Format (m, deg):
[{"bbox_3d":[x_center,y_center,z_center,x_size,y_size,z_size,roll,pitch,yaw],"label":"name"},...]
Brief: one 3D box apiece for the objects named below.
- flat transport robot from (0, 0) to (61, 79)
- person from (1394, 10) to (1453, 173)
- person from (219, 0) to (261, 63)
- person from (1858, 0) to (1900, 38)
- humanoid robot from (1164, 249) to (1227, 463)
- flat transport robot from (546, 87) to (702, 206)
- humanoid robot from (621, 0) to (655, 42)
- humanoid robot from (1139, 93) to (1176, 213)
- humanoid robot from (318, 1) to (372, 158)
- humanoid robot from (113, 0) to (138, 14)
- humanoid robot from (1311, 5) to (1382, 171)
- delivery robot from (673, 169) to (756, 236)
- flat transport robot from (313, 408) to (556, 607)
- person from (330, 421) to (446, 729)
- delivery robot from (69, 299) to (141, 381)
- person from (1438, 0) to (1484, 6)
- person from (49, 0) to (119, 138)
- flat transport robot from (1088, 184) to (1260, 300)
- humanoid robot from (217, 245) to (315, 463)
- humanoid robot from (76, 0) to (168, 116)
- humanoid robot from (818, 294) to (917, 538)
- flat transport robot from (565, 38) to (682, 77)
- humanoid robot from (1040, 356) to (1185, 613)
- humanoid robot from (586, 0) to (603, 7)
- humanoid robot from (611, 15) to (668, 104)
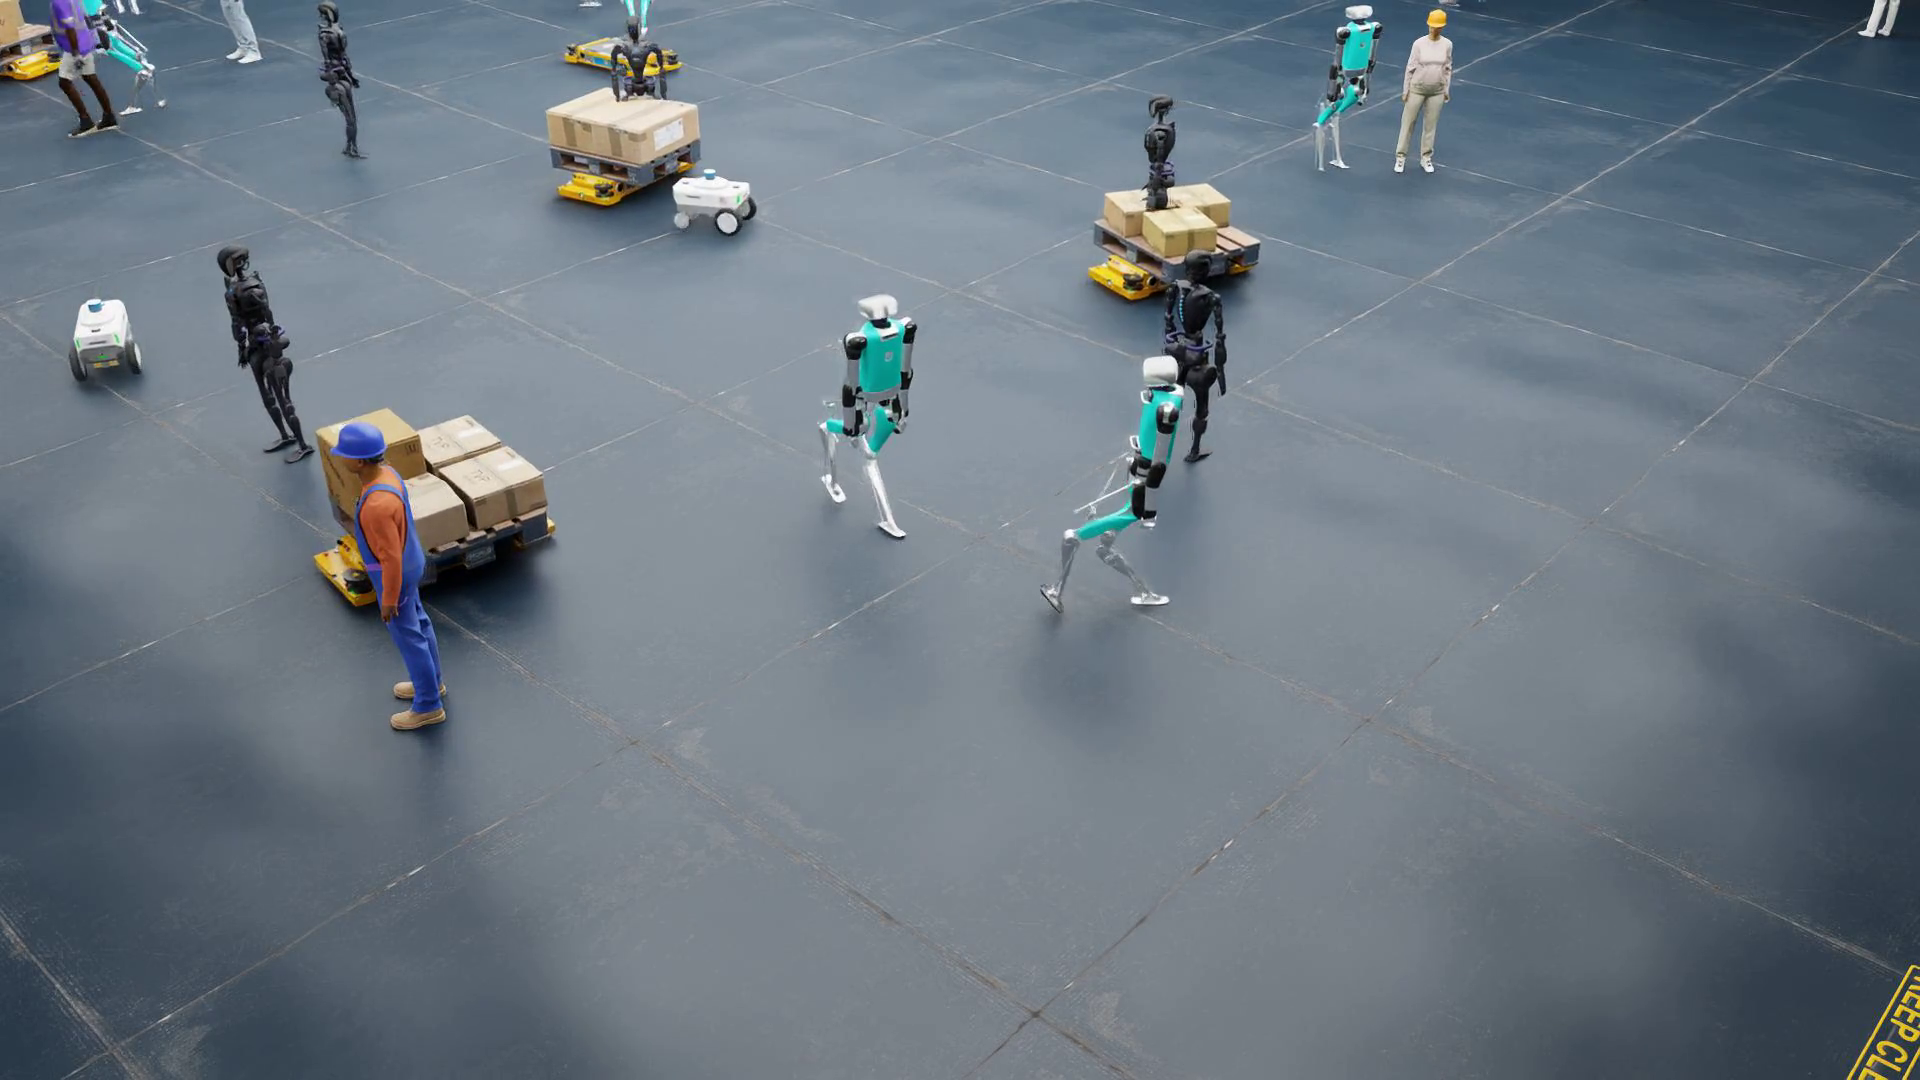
[{"bbox_3d":[-12.009,-5.995,20.808,1.431,0.231,0.659,10,33,15],"label":"flat transport robot"},{"bbox_3d":[4.852,-4.666,17.314,0.484,1.695,0.318,0,32,1],"label":"person"},{"bbox_3d":[-9.190,-6.960,20.826,0.590,1.900,0.427,22,38,32],"label":"person"},{"bbox_3d":[12.245,-7.432,21.820,0.517,1.640,0.305,-6,32,-10],"label":"person"},{"bbox_3d":[1.619,-1.283,11.889,0.522,1.640,0.589,-25,40,-34],"label":"humanoid robot"},{"bbox_3d":[-3.469,-3.830,17.322,0.659,0.231,1.431,17,36,26],"label":"flat transport robot"},{"bbox_3d":[-4.067,-6.796,20.748,0.537,1.784,0.959,0,32,0],"label":"humanoid robot"},{"bbox_3d":[1.747,-3.187,14.958,0.356,1.654,0.610,2,32,2],"label":"humanoid robot"},{"bbox_3d":[-6.570,-4.900,17.722,0.425,1.650,0.612,1,32,1],"label":"humanoid robot"},{"bbox_3d":[-11.666,-8.089,22.791,0.532,1.793,0.743,-21,38,-30],"label":"humanoid robot"},{"bbox_3d":[3.940,-4.718,17.361,0.537,1.783,0.692,-15,35,-22],"label":"humanoid robot"},{"bbox_3d":[-2.395,-3.297,16.211,0.815,0.614,0.499,7,33,11],"label":"delivery robot"},{"bbox_3d":[-3.488,0.011,11.136,1.431,0.231,0.659,-24,39,-33],"label":"flat transport robot"},{"bbox_3d":[-3.171,0.194,9.287,0.364,1.908,0.531,-6,32,-9],"label":"person"},{"bbox_3d":[-6.988,-1.673,13.556,0.499,0.572,0.747,-11,33,-17],"label":"delivery robot"},{"bbox_3d":[7.074,-8.293,23.068,0.599,1.777,0.573,22,38,32],"label":"person"},{"bbox_3d":[-9.830,-5.430,18.313,0.655,1.941,0.625,-10,33,-16],"label":"person"},{"bbox_3d":[1.943,-2.530,15.229,1.431,0.231,0.659,-18,36,-27],"label":"flat transport robot"},{"bbox_3d":[-5.030,-1.355,12.001,0.608,1.652,0.308,23,39,32],"label":"humanoid robot"},{"bbox_3d":[-9.535,-5.723,18.981,0.874,1.772,0.598,-1,32,-2],"label":"humanoid robot"},{"bbox_3d":[-0.724,-0.929,11.296,0.530,1.774,1.002,-22,38,-31],"label":"humanoid robot"},{"bbox_3d":[-4.246,-6.075,20.937,1.431,0.231,0.659,21,38,30],"label":"flat transport robot"},{"bbox_3d":[0.861,-0.304,10.273,0.978,1.770,0.532,0,32,0],"label":"humanoid robot"},{"bbox_3d":[-5.186,-8.230,23.064,0.712,1.815,0.591,-4,32,-6],"label":"humanoid robot"},{"bbox_3d":[-3.288,-4.580,17.182,0.599,1.657,0.315,-6,32,-10],"label":"humanoid robot"}]
